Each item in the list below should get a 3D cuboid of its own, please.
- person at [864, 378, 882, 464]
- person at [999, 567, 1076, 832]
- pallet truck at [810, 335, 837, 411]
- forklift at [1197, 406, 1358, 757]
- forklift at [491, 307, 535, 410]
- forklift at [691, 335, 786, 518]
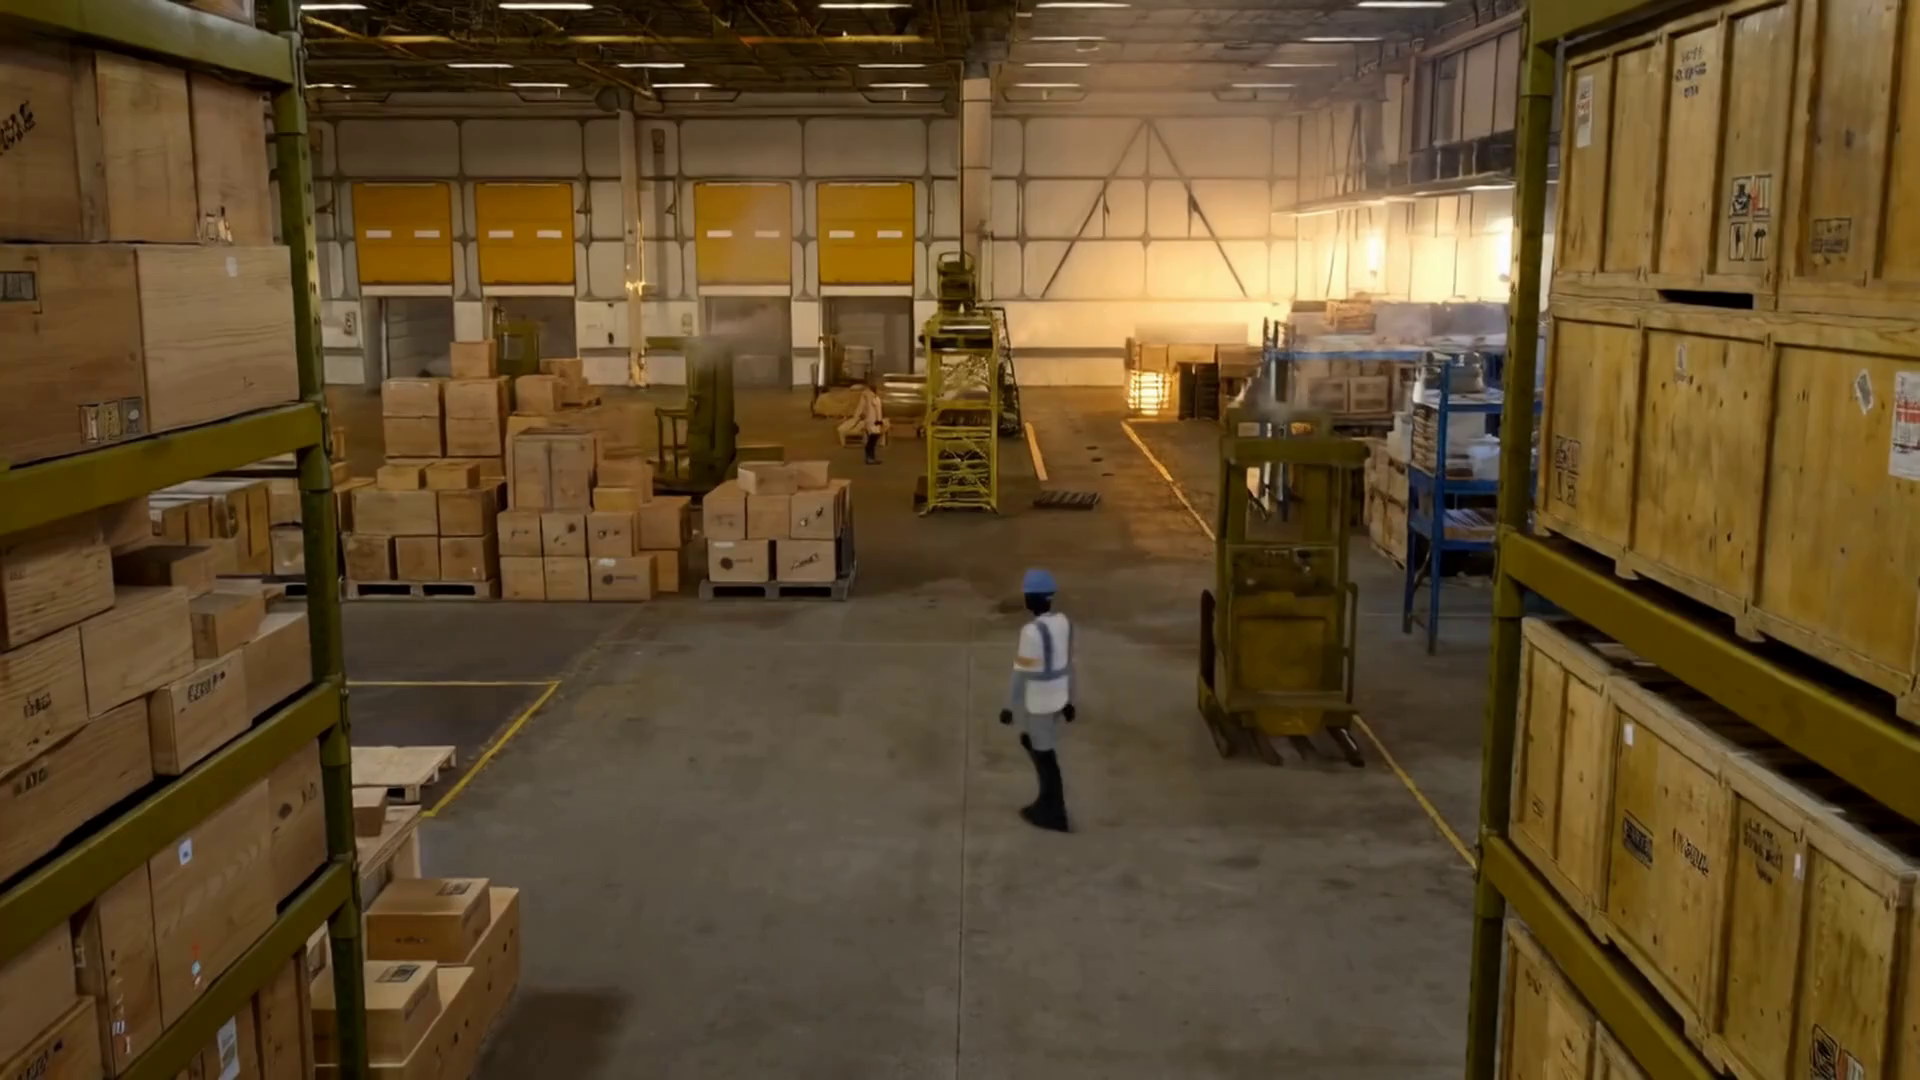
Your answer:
[{"bbox_3d":[-1.718,-2.348,32.690,0.322,1.689,0.530,-4,11,-22],"label":"person"},{"bbox_3d":[0.550,1.145,11.905,0.592,1.911,0.540,5,11,28],"label":"person"},{"bbox_3d":[-3.021,-4.312,43.126,1.885,1.965,0.823,3,10,17],"label":"pallet truck"},{"bbox_3d":[2.693,0.253,14.243,1.129,2.768,1.873,0,10,1],"label":"forklift"},{"bbox_3d":[-10.749,-4.230,40.107,1.129,2.768,1.873,0,10,1],"label":"forklift"},{"bbox_3d":[-3.780,-1.824,26.224,1.873,2.768,1.129,-4,11,-24],"label":"forklift"}]
